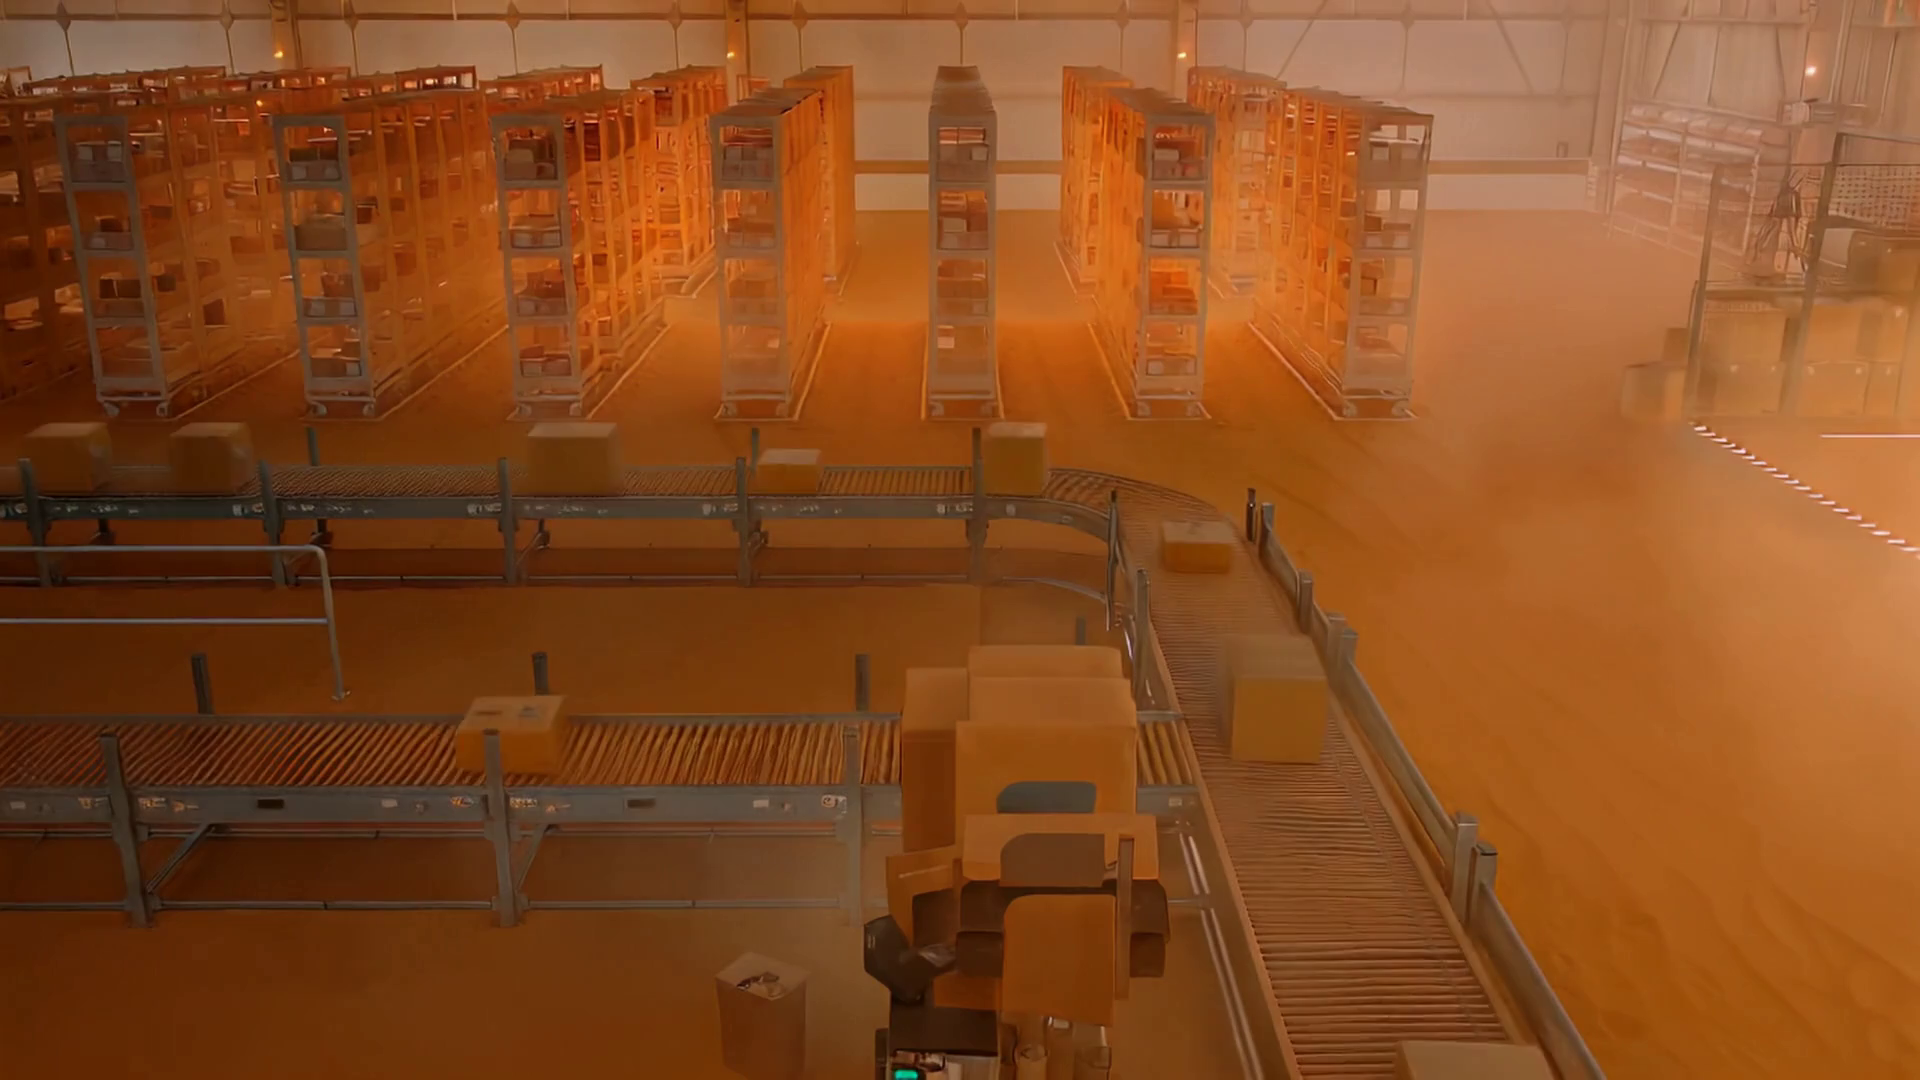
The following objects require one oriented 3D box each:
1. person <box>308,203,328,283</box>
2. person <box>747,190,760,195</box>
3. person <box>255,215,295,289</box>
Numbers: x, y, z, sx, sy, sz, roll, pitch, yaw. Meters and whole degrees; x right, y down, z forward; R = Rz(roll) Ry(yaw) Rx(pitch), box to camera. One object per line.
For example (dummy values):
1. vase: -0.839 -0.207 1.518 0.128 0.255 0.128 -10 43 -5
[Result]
1. person: -10.644 -4.853 27.649 0.727 1.815 0.593 0 18 -1
2. person: -4.427 -7.548 35.956 0.567 1.815 0.627 10 21 29
3. person: -10.684 -4.425 26.040 0.375 1.997 0.612 13 22 35
